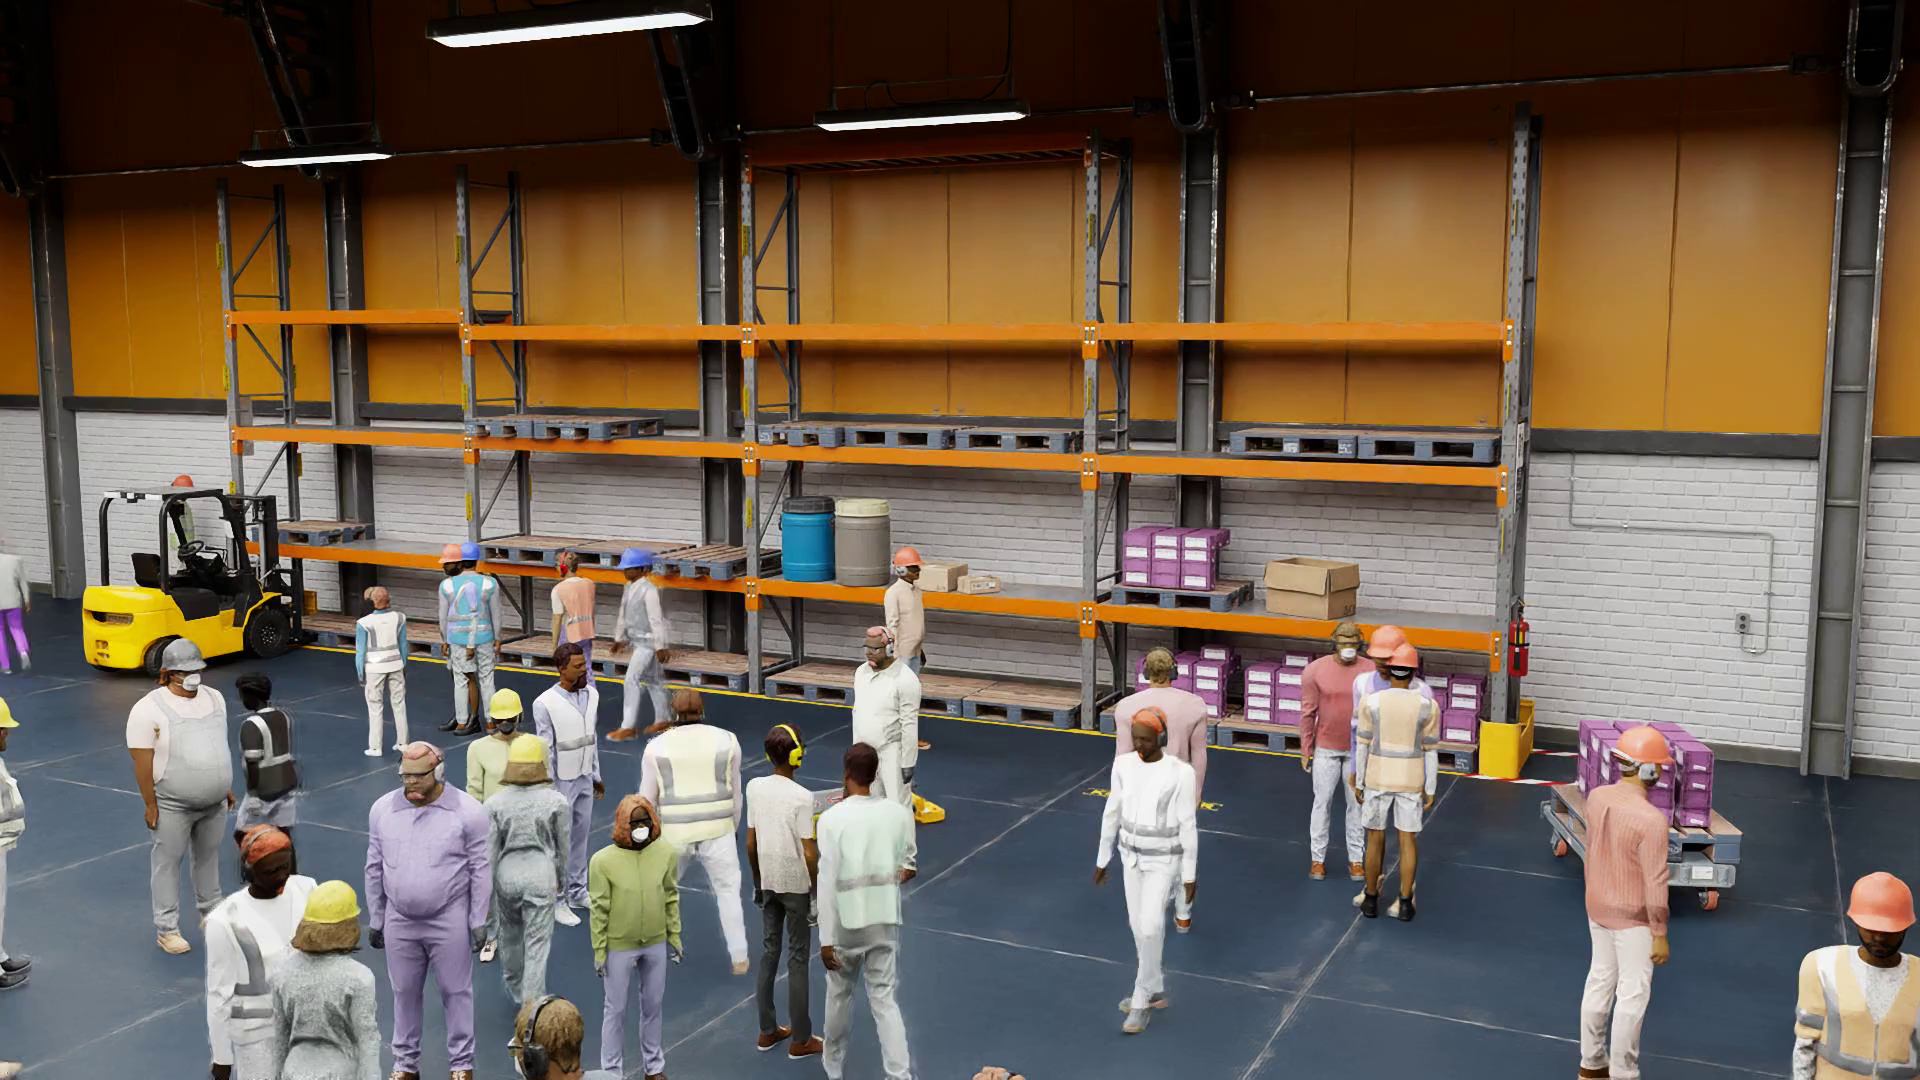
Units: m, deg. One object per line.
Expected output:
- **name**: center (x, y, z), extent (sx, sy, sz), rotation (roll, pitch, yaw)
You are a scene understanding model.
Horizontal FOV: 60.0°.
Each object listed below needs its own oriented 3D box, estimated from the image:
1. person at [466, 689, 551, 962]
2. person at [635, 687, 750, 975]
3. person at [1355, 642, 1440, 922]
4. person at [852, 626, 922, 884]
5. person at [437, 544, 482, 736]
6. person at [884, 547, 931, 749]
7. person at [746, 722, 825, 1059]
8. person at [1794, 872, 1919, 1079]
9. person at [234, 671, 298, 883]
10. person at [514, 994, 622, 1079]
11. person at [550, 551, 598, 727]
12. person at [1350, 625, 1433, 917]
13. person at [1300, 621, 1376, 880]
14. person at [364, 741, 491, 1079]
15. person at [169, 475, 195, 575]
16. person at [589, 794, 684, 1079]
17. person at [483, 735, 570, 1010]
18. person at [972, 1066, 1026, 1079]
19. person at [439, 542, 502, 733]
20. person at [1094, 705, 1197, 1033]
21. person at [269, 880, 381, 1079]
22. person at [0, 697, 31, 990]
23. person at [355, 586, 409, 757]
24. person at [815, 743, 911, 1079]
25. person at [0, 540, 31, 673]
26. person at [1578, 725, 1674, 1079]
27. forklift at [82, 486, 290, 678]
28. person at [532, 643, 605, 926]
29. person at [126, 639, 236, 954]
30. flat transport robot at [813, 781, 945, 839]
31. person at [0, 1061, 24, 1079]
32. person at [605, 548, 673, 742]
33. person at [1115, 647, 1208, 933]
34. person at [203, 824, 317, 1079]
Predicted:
- **person**: center (-2.884, 1.818, 10.667), extent (0.533, 1.767, 0.325), rotation (-2, 7, -18)
- **person**: center (-1.751, 1.831, 10.512), extent (0.772, 1.799, 0.538), rotation (-1, 7, -10)
- **person**: center (2.993, 1.652, 11.409), extent (0.550, 1.923, 0.391), rotation (2, 7, 12)
- **person**: center (-0.570, 1.568, 12.215), extent (0.642, 1.899, 0.394), rotation (7, 9, 43)
- **person**: center (-5.052, 0.997, 16.737), extent (0.552, 1.937, 0.356), rotation (7, 10, 43)
- **person**: center (-0.509, 1.062, 15.958), extent (0.375, 1.997, 0.611), rotation (3, 8, 24)
- **person**: center (-0.955, 1.935, 9.257), extent (0.507, 1.875, 0.329), rotation (5, 8, 35)
- **person**: center (3.557, 2.235, 6.507), extent (0.547, 1.938, 0.379), rotation (3, 8, 24)
- **person**: center (-4.874, 1.744, 11.615), extent (0.518, 1.672, 0.548), rotation (1, 7, 9)
- **person**: center (-1.254, 2.390, 5.291), extent (0.382, 1.928, 0.635), rotation (2, 7, 17)
- **person**: center (-3.909, 1.032, 16.884), extent (0.381, 1.836, 0.568), rotation (5, 8, 33)
- **person**: center (2.950, 1.586, 11.509), extent (0.603, 2.035, 0.417), rotation (7, 10, 44)
- **person**: center (2.821, 1.543, 12.258), extent (0.640, 1.933, 0.370), rotation (1, 7, 5)
- **person**: center (-2.796, 1.986, 8.711), extent (0.652, 1.904, 0.403), rotation (0, 7, 1)
- **person**: center (-11.128, 0.081, 23.886), extent (0.393, 2.039, 0.613), rotation (-2, 7, -16)
- **person**: center (-1.682, 2.124, 8.674), extent (0.498, 1.634, 0.281), rotation (-5, 8, -34)
- **person**: center (-2.504, 1.972, 9.645), extent (0.488, 1.699, 0.901), rotation (-1, 7, -7)
- **person**: center (0.144, 2.513, 5.423), extent (0.309, 1.645, 0.514), rotation (3, 7, 23)
- **person**: center (-4.923, 0.990, 16.755), extent (0.605, 1.948, 0.403), rotation (-1, 7, -11)
- **person**: center (1.071, 1.886, 9.664), extent (0.631, 1.881, 0.466), rotation (7, 10, 44)
- **person**: center (-2.642, 2.284, 6.972), extent (0.518, 1.722, 0.401), rotation (1, 7, 11)
- **person**: center (-5.940, 1.851, 10.180), extent (0.403, 1.818, 0.606), rotation (-4, 8, -29)
- **person**: center (-5.512, 1.255, 15.881), extent (0.519, 1.633, 0.314), rotation (-7, 10, -43)
- **person**: center (-0.510, 2.013, 8.738), extent (0.617, 1.855, 0.849), rotation (-4, 8, -31)
- **person**: center (-11.315, 0.749, 19.681), extent (0.562, 1.714, 0.613), rotation (7, 10, 44)
- **person**: center (3.494, 1.947, 8.692), extent (0.413, 1.988, 0.628), rotation (-1, 7, -12)
- **forklift**: center (-9.426, 0.454, 20.179), extent (1.214, 2.155, 2.313), rotation (3, 8, 26)
- **person**: center (-2.679, 1.649, 11.422), extent (0.392, 1.922, 0.591), rotation (3, 8, 24)
- **person**: center (-5.035, 1.650, 10.924), extent (0.536, 2.000, 0.676), rotation (4, 8, 28)
- **flat transport robot**: center (-0.902, 2.205, 13.591), extent (1.431, 0.197, 0.652), rotation (-4, 8, -27)
- **person**: center (-5.327, 2.012, 8.838), extent (0.700, 1.822, 0.522), rotation (-5, 8, -35)
- **person**: center (-3.231, 1.036, 16.508), extent (0.891, 1.913, 0.599), rotation (-4, 8, -29)
- **person**: center (1.339, 1.677, 11.132), extent (0.628, 1.936, 0.377), rotation (0, 7, -4)
- **person**: center (-3.065, 2.164, 7.408), extent (0.361, 1.866, 0.611), rotation (4, 8, 27)
